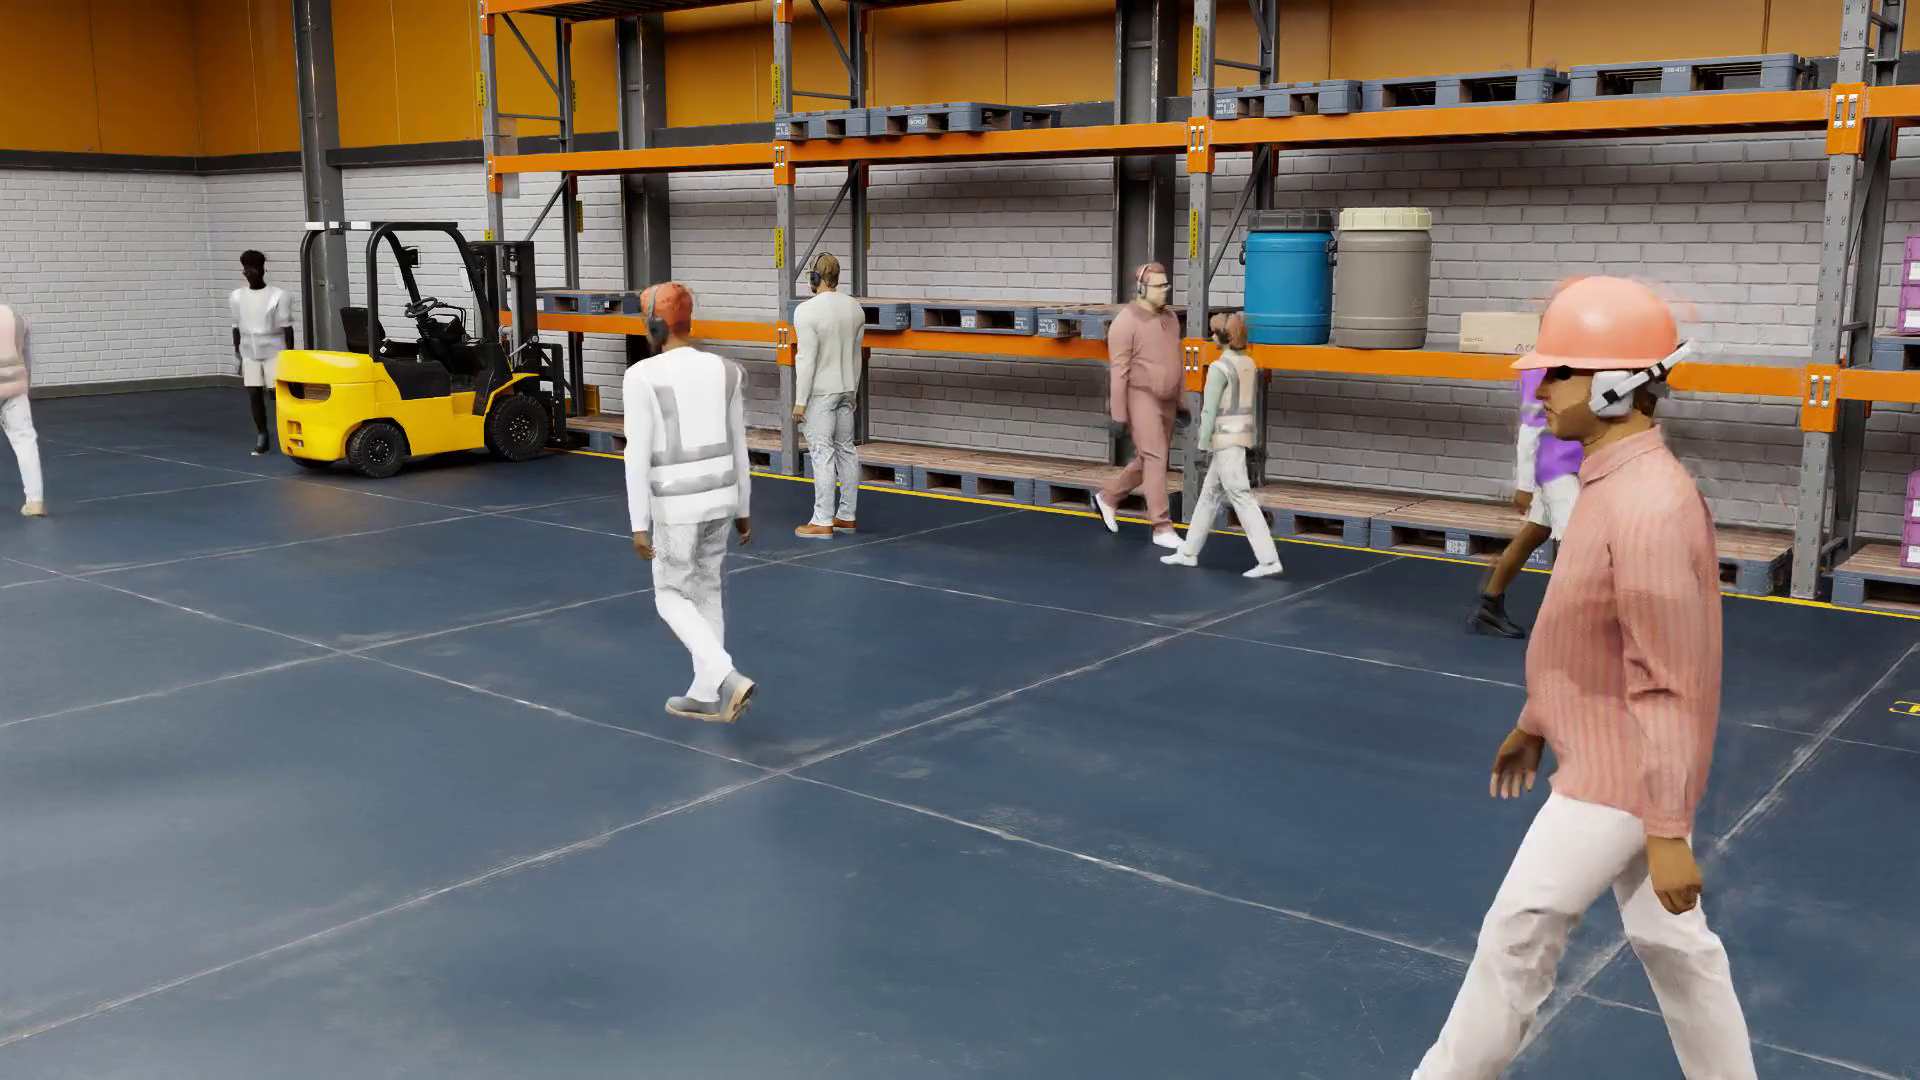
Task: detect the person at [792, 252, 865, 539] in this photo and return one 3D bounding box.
[{"bbox_3d":[-0.906,-0.977,11.330,0.372,1.940,0.630,7,13,35],"label":"person"}]

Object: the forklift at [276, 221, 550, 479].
[{"bbox_3d":[-4.922,-1.741,14.854,1.214,2.155,2.313,8,13,38],"label":"forklift"}]

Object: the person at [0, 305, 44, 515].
[{"bbox_3d":[-7.121,-1.058,12.249,0.972,1.784,0.641,6,12,32],"label":"person"}]

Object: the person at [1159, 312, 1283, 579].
[{"bbox_3d":[1.614,-0.570,10.027,0.847,1.595,0.528,6,12,31],"label":"person"}]

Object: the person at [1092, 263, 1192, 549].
[{"bbox_3d":[1.224,-0.908,11.124,0.849,1.878,0.648,9,13,40],"label":"person"}]

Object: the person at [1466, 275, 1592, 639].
[{"bbox_3d":[2.877,-0.348,8.072,0.538,1.866,0.988,-10,14,-43],"label":"person"}]

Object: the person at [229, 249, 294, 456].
[{"bbox_3d":[-6.588,-1.784,15.800,0.601,1.944,0.620,1,10,3],"label":"person"}]

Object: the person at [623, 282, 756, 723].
[{"bbox_3d":[-1.053,-0.117,6.782,0.608,1.860,0.613,10,14,44],"label":"person"}]

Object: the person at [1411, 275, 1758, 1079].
[{"bbox_3d":[1.227,0.450,3.383,1.020,1.940,0.612,4,11,23],"label":"person"}]
